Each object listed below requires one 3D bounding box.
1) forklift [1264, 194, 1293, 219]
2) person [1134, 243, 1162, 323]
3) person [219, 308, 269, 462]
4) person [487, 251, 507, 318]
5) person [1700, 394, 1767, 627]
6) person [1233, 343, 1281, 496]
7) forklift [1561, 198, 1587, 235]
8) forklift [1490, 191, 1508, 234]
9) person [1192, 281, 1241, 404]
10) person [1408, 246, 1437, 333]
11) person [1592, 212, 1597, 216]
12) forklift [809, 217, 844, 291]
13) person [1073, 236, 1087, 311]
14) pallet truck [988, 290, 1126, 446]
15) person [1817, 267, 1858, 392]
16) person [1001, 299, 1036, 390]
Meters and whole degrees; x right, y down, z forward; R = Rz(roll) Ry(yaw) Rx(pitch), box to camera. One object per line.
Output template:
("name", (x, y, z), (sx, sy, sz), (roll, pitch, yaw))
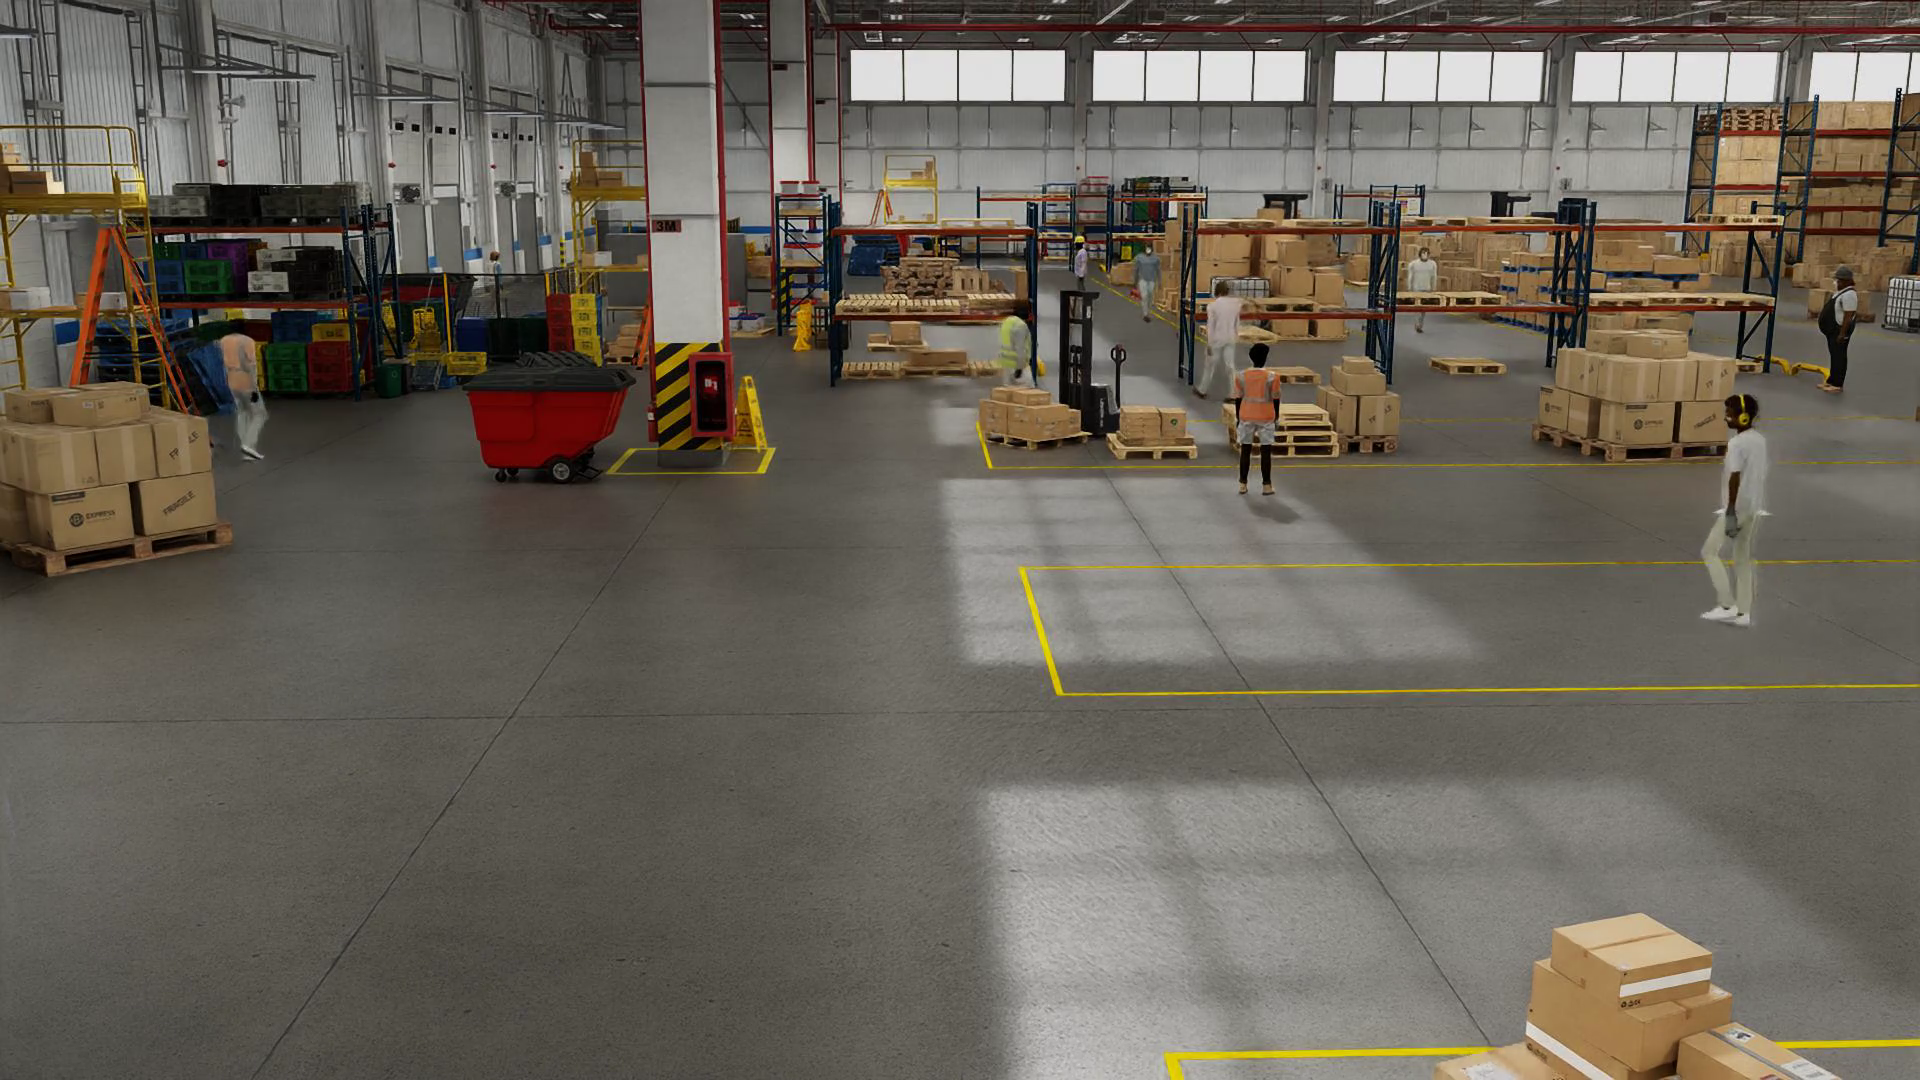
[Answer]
("forklift", (10.549, -10.123, 55.428), (1.129, 2.768, 1.873), (11, 17, 42))
("person", (4.505, -6.182, 39.910), (0.644, 1.891, 1.005), (-1, 13, -5))
("person", (-8.884, -1.919, 20.631), (0.584, 1.895, 0.417), (5, 14, 23))
("person", (-11.409, -6.266, 40.863), (0.522, 1.631, 0.324), (12, 17, 43))
("person", (6.076, -0.231, 13.080), (0.526, 1.853, 0.483), (-7, 15, -30))
("person", (3.297, -1.335, 18.454), (0.531, 1.692, 0.320), (5, 13, 22))
("forklift", (17.204, -8.212, 46.797), (1.873, 2.768, 1.129), (0, 12, -2))
("forklift", (20.305, -11.776, 62.890), (1.873, 2.768, 1.129), (0, 12, -2))
("person", (4.037, -3.087, 25.925), (0.647, 1.882, 0.987), (-5, 14, -22))
("person", (10.334, -5.614, 37.253), (0.633, 1.923, 0.586), (0, 12, 2))
("person", (26.092, -12.576, 68.646), (0.553, 1.935, 0.363), (5, 13, 21))
("forklift", (-4.375, -8.619, 48.637), (1.873, 2.768, 1.129), (0, 12, -2))
("person", (3.094, -6.876, 42.933), (0.375, 1.925, 0.595), (0, 12, -1))
("pallet truck", (1.257, -2.299, 22.111), (1.885, 1.965, 0.823), (-9, 15, -35))
("person", (14.308, -3.439, 27.161), (0.535, 2.000, 0.673), (4, 13, 17))
("person", (0.861, -2.452, 23.233), (0.699, 1.814, 0.642), (-6, 14, -25))
